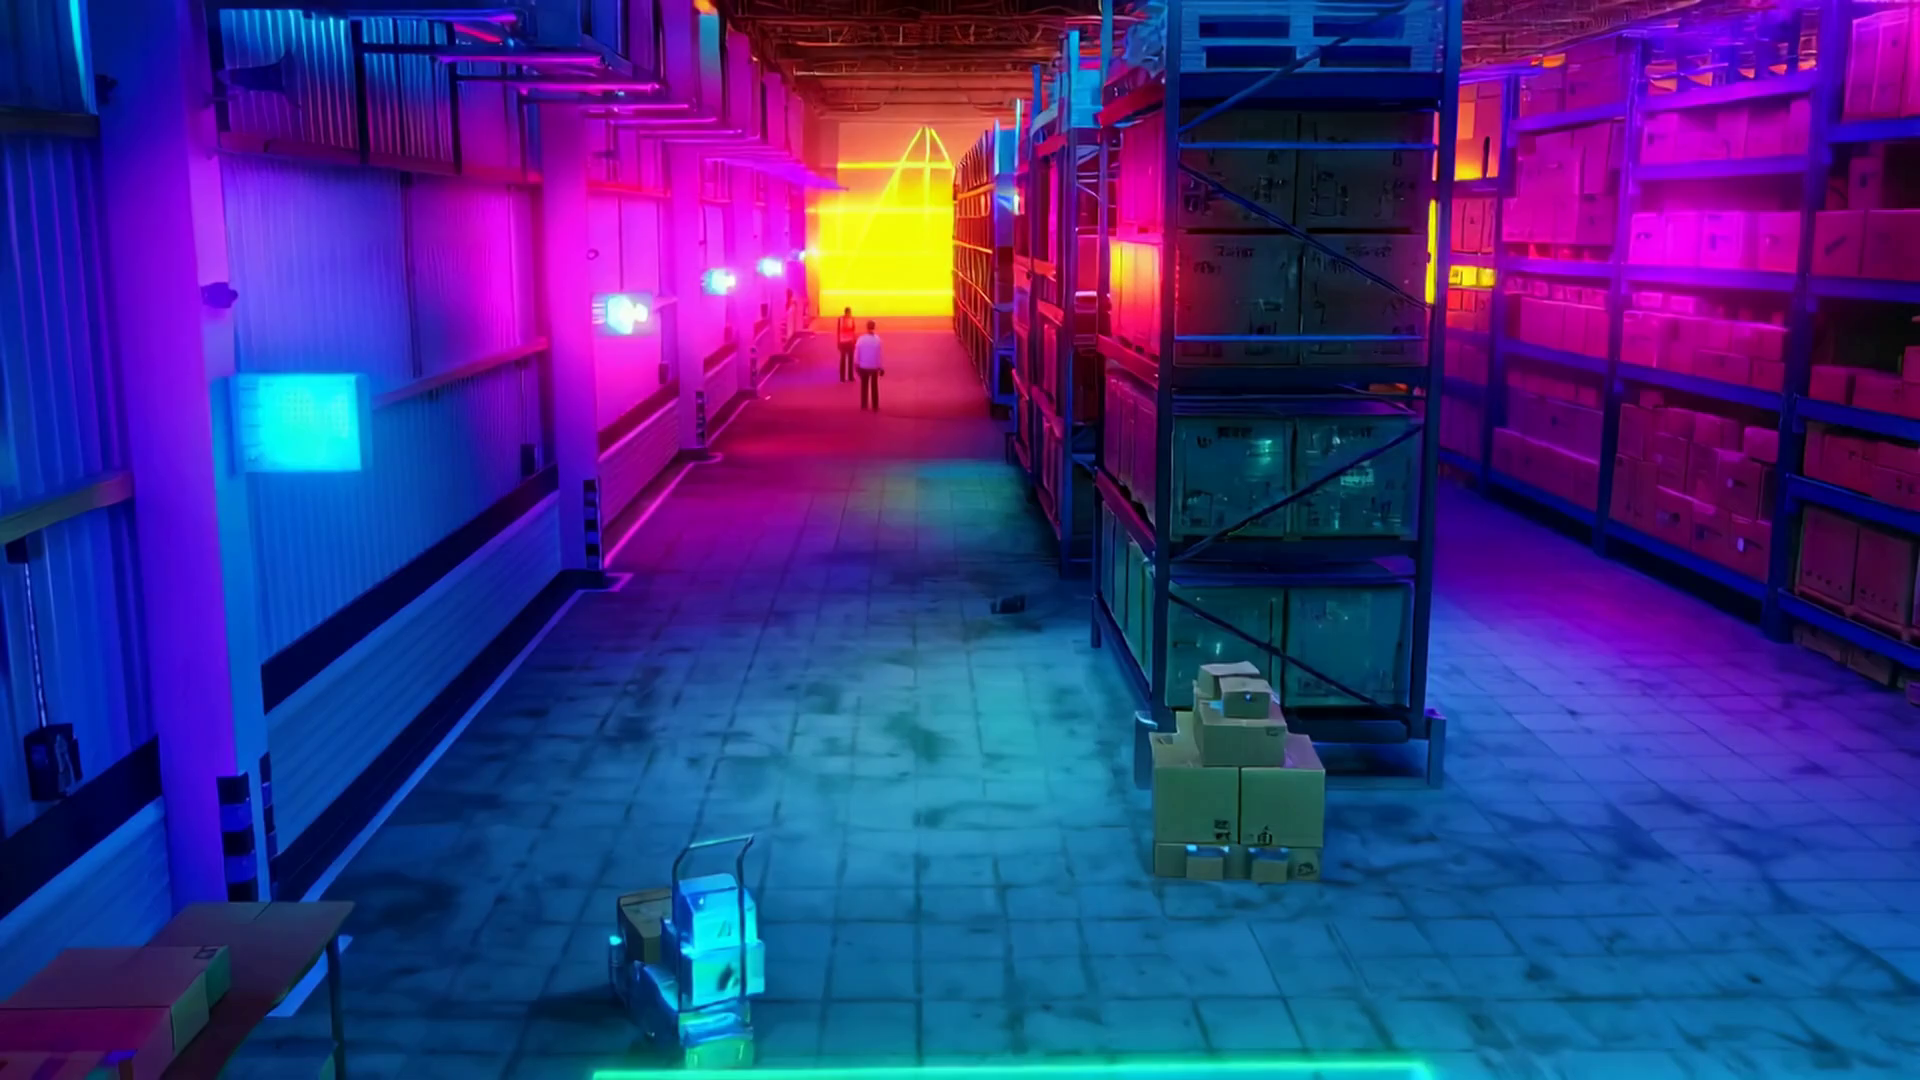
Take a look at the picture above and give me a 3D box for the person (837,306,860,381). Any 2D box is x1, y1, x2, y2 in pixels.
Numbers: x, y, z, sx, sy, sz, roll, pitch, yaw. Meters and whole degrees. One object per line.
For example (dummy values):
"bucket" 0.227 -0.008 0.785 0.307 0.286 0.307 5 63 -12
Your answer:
"person" -2.850 -5.015 42.469 0.589 1.913 0.398 -4 12 -20

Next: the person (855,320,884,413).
"person" -1.929 -3.703 35.457 0.616 1.986 0.407 -4 11 -19

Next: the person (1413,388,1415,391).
"person" 11.128 -4.491 39.935 0.564 1.838 0.388 -6 13 -30
